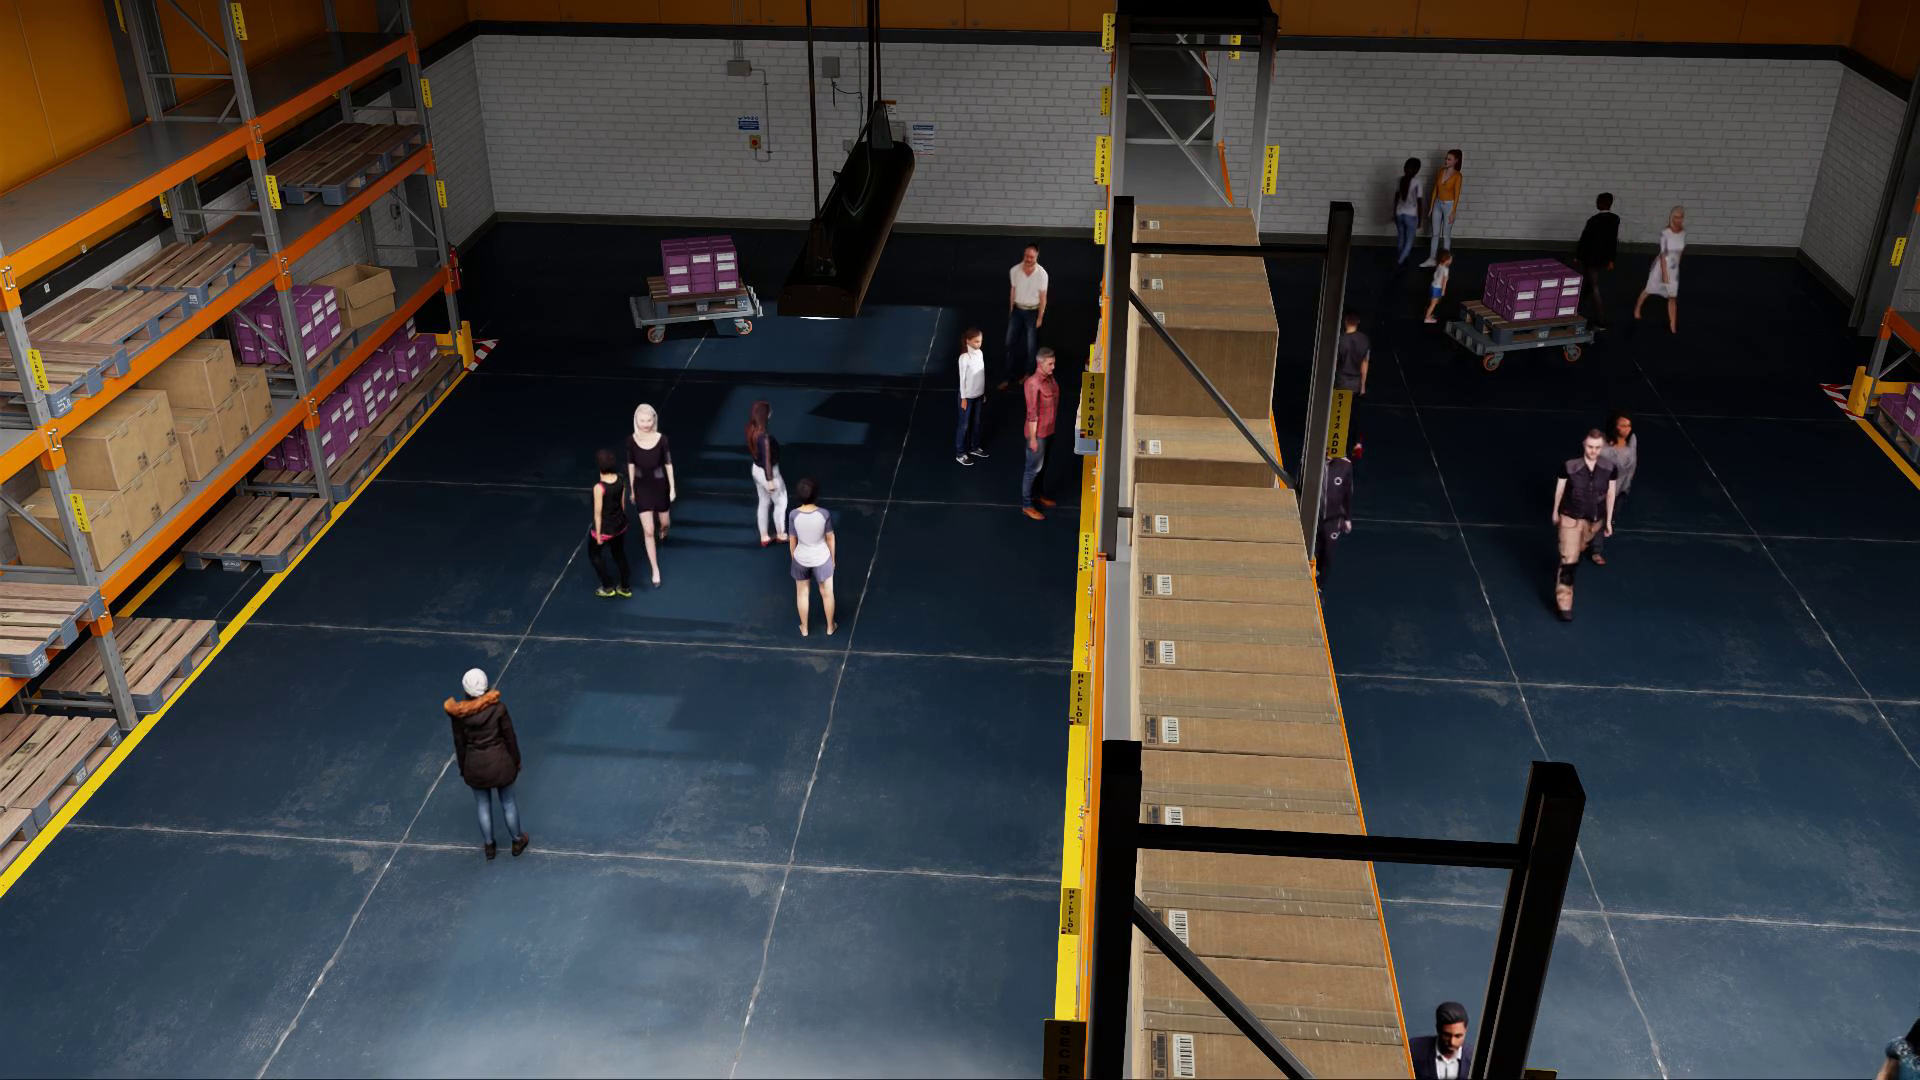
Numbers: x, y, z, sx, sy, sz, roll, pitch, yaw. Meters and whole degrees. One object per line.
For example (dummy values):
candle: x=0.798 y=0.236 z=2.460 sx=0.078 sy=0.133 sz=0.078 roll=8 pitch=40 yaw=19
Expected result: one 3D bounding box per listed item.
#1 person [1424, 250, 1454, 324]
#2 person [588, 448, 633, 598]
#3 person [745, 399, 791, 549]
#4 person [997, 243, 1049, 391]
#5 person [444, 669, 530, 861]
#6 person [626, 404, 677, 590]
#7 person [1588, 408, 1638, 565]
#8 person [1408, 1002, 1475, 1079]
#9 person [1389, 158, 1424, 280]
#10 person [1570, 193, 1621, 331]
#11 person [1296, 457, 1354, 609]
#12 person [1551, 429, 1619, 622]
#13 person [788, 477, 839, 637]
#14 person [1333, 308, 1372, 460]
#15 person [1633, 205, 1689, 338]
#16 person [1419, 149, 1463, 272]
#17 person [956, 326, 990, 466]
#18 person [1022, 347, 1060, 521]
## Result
person: x=6.309 y=-3.365 z=22.051 sx=0.518 sy=1.006 sz=0.443 roll=-2 pitch=29 yaw=-4
person: x=-3.224 y=-0.123 z=15.555 sx=0.744 sy=1.536 sz=0.655 roll=17 pitch=33 yaw=28
person: x=-1.936 y=-0.628 z=16.419 sx=0.860 sy=1.595 sz=0.798 roll=-17 pitch=33 yaw=-29
person: x=0.875 y=-2.741 z=20.050 sx=0.919 sy=1.827 sz=1.035 roll=18 pitch=33 yaw=29
person: x=-3.461 y=1.638 z=12.224 sx=0.683 sy=1.634 sz=0.680 roll=-4 pitch=29 yaw=-7
person: x=-2.944 y=-0.493 z=15.952 sx=0.765 sy=1.805 sz=1.138 roll=-4 pitch=29 yaw=-8
person: x=6.346 y=-0.590 z=16.354 sx=0.785 sy=1.590 sz=0.974 roll=-6 pitch=29 yaw=-10
person: x=2.609 y=3.226 z=9.216 sx=0.623 sy=1.727 sz=0.521 roll=2 pitch=29 yaw=4
person: x=6.270 y=-4.526 z=23.442 sx=0.974 sy=1.712 sz=0.897 roll=-24 pitch=37 yaw=-37
person: x=8.343 y=-3.591 z=21.692 sx=1.053 sy=1.746 sz=1.258 roll=-11 pitch=31 yaw=-20
person: x=3.336 y=-0.226 z=15.449 sx=0.690 sy=1.818 sz=0.647 roll=0 pitch=29 yaw=1
person: x=5.766 y=-0.244 z=15.506 sx=0.713 sy=1.794 sz=1.231 roll=1 pitch=29 yaw=2
person: x=-1.331 y=0.149 z=15.026 sx=0.571 sy=1.564 sz=0.538 roll=0 pitch=29 yaw=0
person: x=4.226 y=-1.644 z=18.122 sx=0.788 sy=1.747 sz=0.964 roll=-6 pitch=29 yaw=-10
person: x=9.085 y=-3.516 z=21.614 sx=0.860 sy=1.689 sz=1.217 roll=-9 pitch=30 yaw=-15
person: x=6.922 y=-4.720 z=23.757 sx=0.745 sy=1.751 sz=0.683 roll=-21 pitch=35 yaw=-34
person: x=0.118 y=-1.609 z=18.254 sx=0.688 sy=1.560 sz=0.611 roll=23 pitch=36 yaw=35
person: x=0.817 y=-1.133 z=17.099 sx=0.815 sy=1.830 sz=0.630 roll=13 pitch=31 yaw=22
